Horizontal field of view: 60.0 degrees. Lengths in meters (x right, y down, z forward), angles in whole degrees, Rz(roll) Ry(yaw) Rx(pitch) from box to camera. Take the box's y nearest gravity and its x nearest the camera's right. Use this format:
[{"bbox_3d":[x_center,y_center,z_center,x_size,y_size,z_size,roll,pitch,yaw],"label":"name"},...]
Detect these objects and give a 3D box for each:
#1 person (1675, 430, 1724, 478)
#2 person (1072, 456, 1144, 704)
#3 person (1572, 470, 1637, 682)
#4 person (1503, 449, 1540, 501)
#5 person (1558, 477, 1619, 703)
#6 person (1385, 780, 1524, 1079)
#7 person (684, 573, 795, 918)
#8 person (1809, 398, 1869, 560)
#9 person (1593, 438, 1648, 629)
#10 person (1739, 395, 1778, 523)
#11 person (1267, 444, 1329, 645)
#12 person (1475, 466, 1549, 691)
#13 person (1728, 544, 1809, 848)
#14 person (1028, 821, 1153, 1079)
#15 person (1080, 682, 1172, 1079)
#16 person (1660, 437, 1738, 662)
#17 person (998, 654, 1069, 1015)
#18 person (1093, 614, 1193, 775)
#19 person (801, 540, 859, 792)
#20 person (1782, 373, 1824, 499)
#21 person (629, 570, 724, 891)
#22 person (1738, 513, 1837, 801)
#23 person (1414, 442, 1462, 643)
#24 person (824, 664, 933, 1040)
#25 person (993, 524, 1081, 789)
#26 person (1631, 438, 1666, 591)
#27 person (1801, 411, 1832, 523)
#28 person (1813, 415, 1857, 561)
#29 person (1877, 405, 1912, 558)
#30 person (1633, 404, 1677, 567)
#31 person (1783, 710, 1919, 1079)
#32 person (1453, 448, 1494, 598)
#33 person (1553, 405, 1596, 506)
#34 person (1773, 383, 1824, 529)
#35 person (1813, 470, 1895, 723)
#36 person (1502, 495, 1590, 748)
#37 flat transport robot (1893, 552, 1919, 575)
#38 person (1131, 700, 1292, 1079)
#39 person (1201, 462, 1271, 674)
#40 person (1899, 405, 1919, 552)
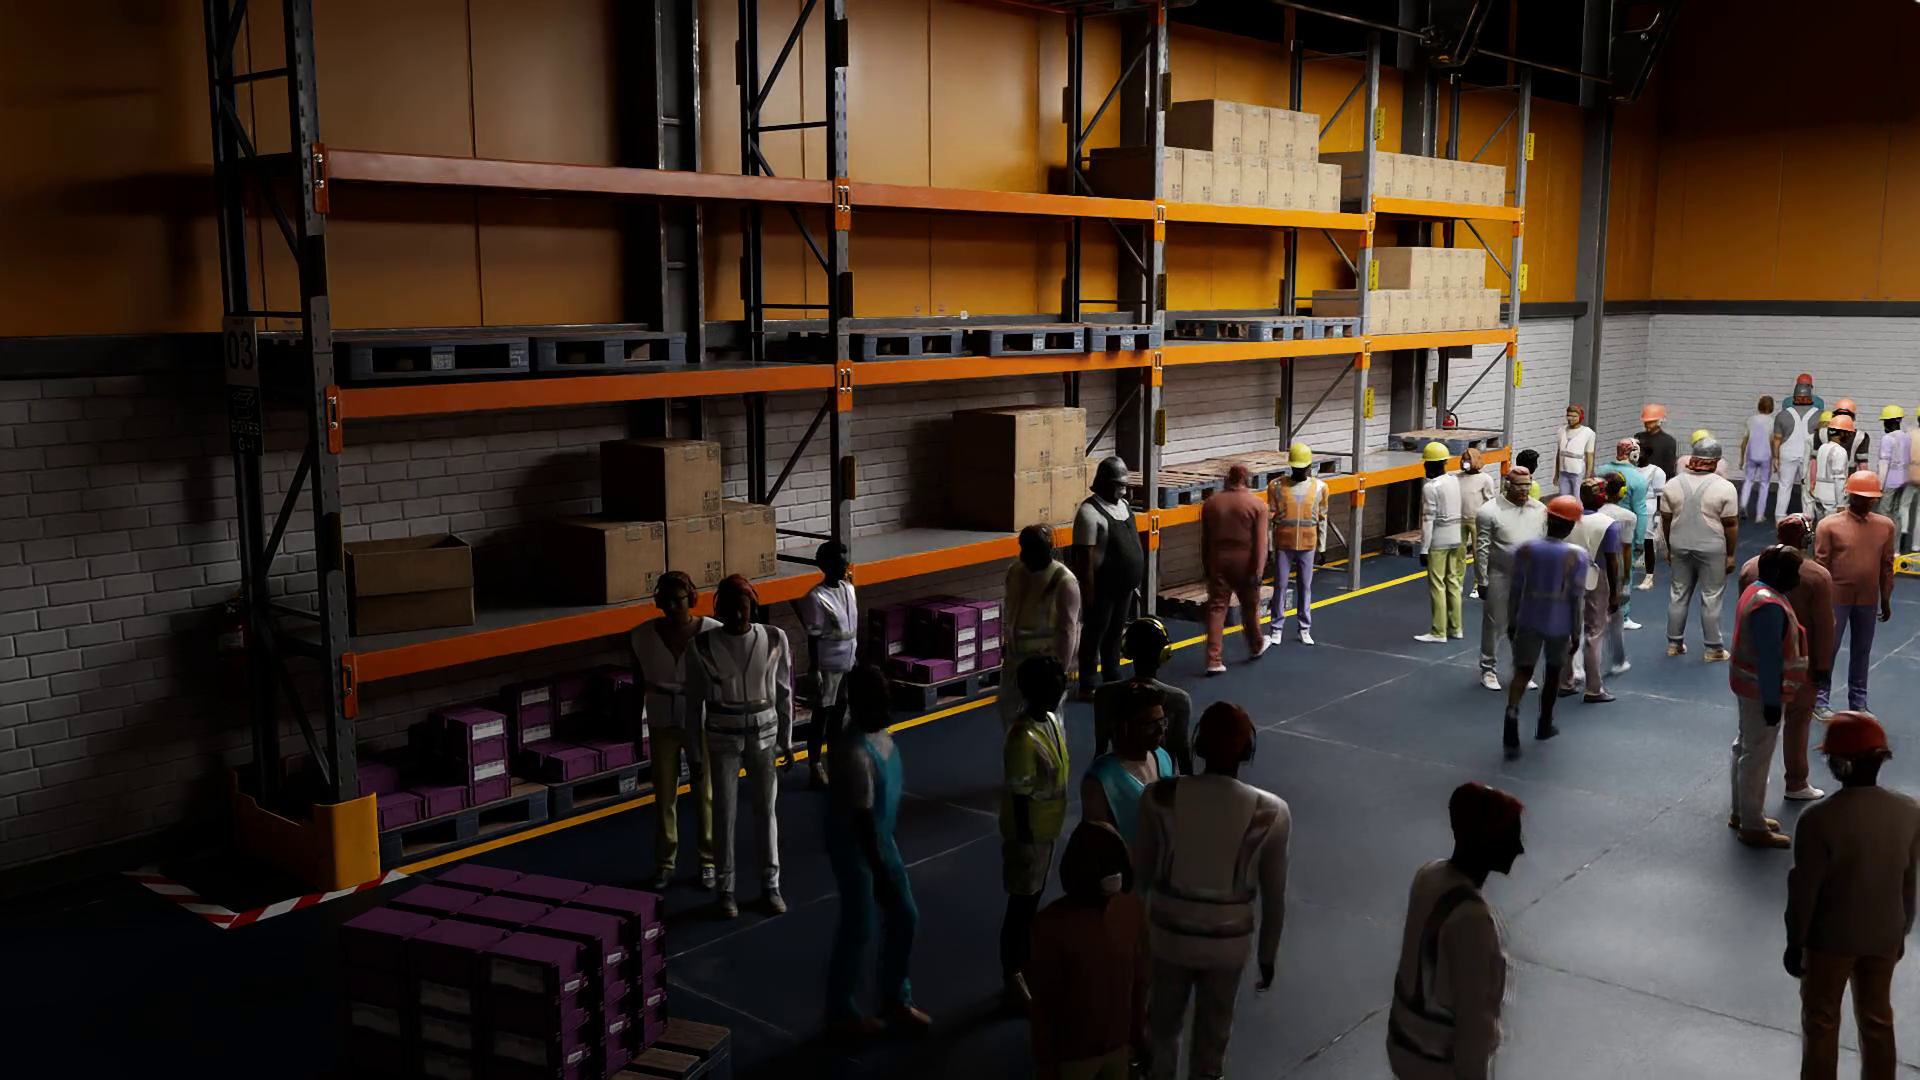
[{"bbox_3d":[8.553,-0.412,19.316,0.534,1.696,0.900,4,10,23],"label":"person"},{"bbox_3d":[1.232,0.314,13.550,0.537,2.000,0.683,6,11,36],"label":"person"},{"bbox_3d":[5.524,0.309,14.297,0.536,1.827,0.952,8,12,43],"label":"person"},{"bbox_3d":[5.889,-0.117,17.477,0.320,1.687,0.538,-3,9,-18],"label":"person"},{"bbox_3d":[5.106,0.405,13.587,0.388,1.848,0.564,-6,11,-33],"label":"person"},{"bbox_3d":[1.551,1.680,5.286,0.384,1.882,0.676,1,9,6],"label":"person"},{"bbox_3d":[-1.188,1.106,8.983,0.588,1.878,0.371,-3,9,-19],"label":"person"},{"bbox_3d":[10.593,-0.691,20.078,0.611,2.032,0.411,5,10,28],"label":"person"},{"bbox_3d":[6.545,-0.064,16.460,0.399,1.900,0.644,-4,10,-25],"label":"person"},{"bbox_3d":[11.371,-1.145,23.626,0.538,1.829,0.504,8,12,42],"label":"person"},{"bbox_3d":[3.173,0.044,15.692,0.585,1.917,0.382,1,9,3],"label":"person"},{"bbox_3d":[4.641,0.321,13.963,0.641,1.902,0.399,-1,9,-6],"label":"person"},{"bbox_3d":[4.945,0.936,10.195,0.430,1.840,0.623,3,9,19],"label":"person"},{"bbox_3d":[0.444,1.742,5.649,0.498,1.634,0.278,-6,11,-36],"label":"person"},{"bbox_3d":[0.674,1.470,6.720,0.384,1.845,0.569,6,11,34],"label":"person"},{"bbox_3d":[6.744,0.073,15.109,0.538,2.000,0.681,-8,12,-41],"label":"person"},{"bbox_3d":[0.352,1.366,7.862,0.318,1.698,0.539,3,9,17],"label":"person"},{"bbox_3d":[0.877,1.277,7.884,0.517,1.874,0.327,4,10,24],"label":"person"},{"bbox_3d":[-0.862,0.839,11.272,0.316,1.695,0.542,5,10,28],"label":"person"},{"bbox_3d":[13.255,-1.625,26.199,0.611,1.997,0.375,4,10,23],"label":"person"},{"bbox_3d":[-1.567,1.065,9.382,0.566,1.838,0.384,0,9,-3],"label":"person"},{"bbox_3d":[5.500,0.768,11.058,0.409,1.909,0.641,-6,11,-34],"label":"person"},{"bbox_3d":[4.553,0.022,15.871,0.600,1.913,0.430,-8,12,-43],"label":"person"},{"bbox_3d":[-0.377,1.398,7.362,0.565,1.794,0.611,3,9,18],"label":"person"},{"bbox_3d":[0.483,0.805,11.059,0.652,1.829,0.521,8,12,43],"label":"person"},{"bbox_3d":[7.578,-0.287,18.530,0.317,1.695,0.540,-6,10,-33],"label":"person"},{"bbox_3d":[11.418,-0.845,22.023,0.492,1.731,0.324,5,10,28],"label":"person"},{"bbox_3d":[9.962,-0.467,18.968,0.389,1.925,0.549,1,9,5],"label":"person"},{"bbox_3d":[11.493,-0.708,20.567,0.591,1.913,0.394,-6,11,-35],"label":"person"},{"bbox_3d":[8.358,-0.666,20.074,0.552,1.976,0.630,-4,10,-25],"label":"person"},{"bbox_3d":[3.520,1.538,6.616,0.570,1.743,0.354,-2,9,-11],"label":"person"},{"bbox_3d":[5.545,-0.188,18.100,0.265,1.632,0.507,-8,12,-42],"label":"person"},{"bbox_3d":[8.023,-0.849,21.719,0.397,1.836,0.561,-5,10,-29],"label":"person"},{"bbox_3d":[11.691,-1.176,23.163,0.684,2.000,0.535,5,10,28],"label":"person"},{"bbox_3d":[6.919,0.445,12.892,0.614,1.987,0.408,0,9,-1],"label":"person"},{"bbox_3d":[4.283,0.610,12.203,0.588,1.888,0.862,6,11,35],"label":"person"},{"bbox_3d":[11.458,0.329,19.143,0.652,0.197,1.431,-6,11,-34],"label":"flat transport robot"},{"bbox_3d":[0.921,1.529,6.282,0.619,1.860,0.432,2,9,15],"label":"person"},{"bbox_3d":[2.448,0.235,14.699,0.669,1.837,1.066,5,10,29],"label":"person"},{"bbox_3d":[12.116,-0.784,21.029,0.601,1.916,0.513,6,11,33],"label":"person"}]
